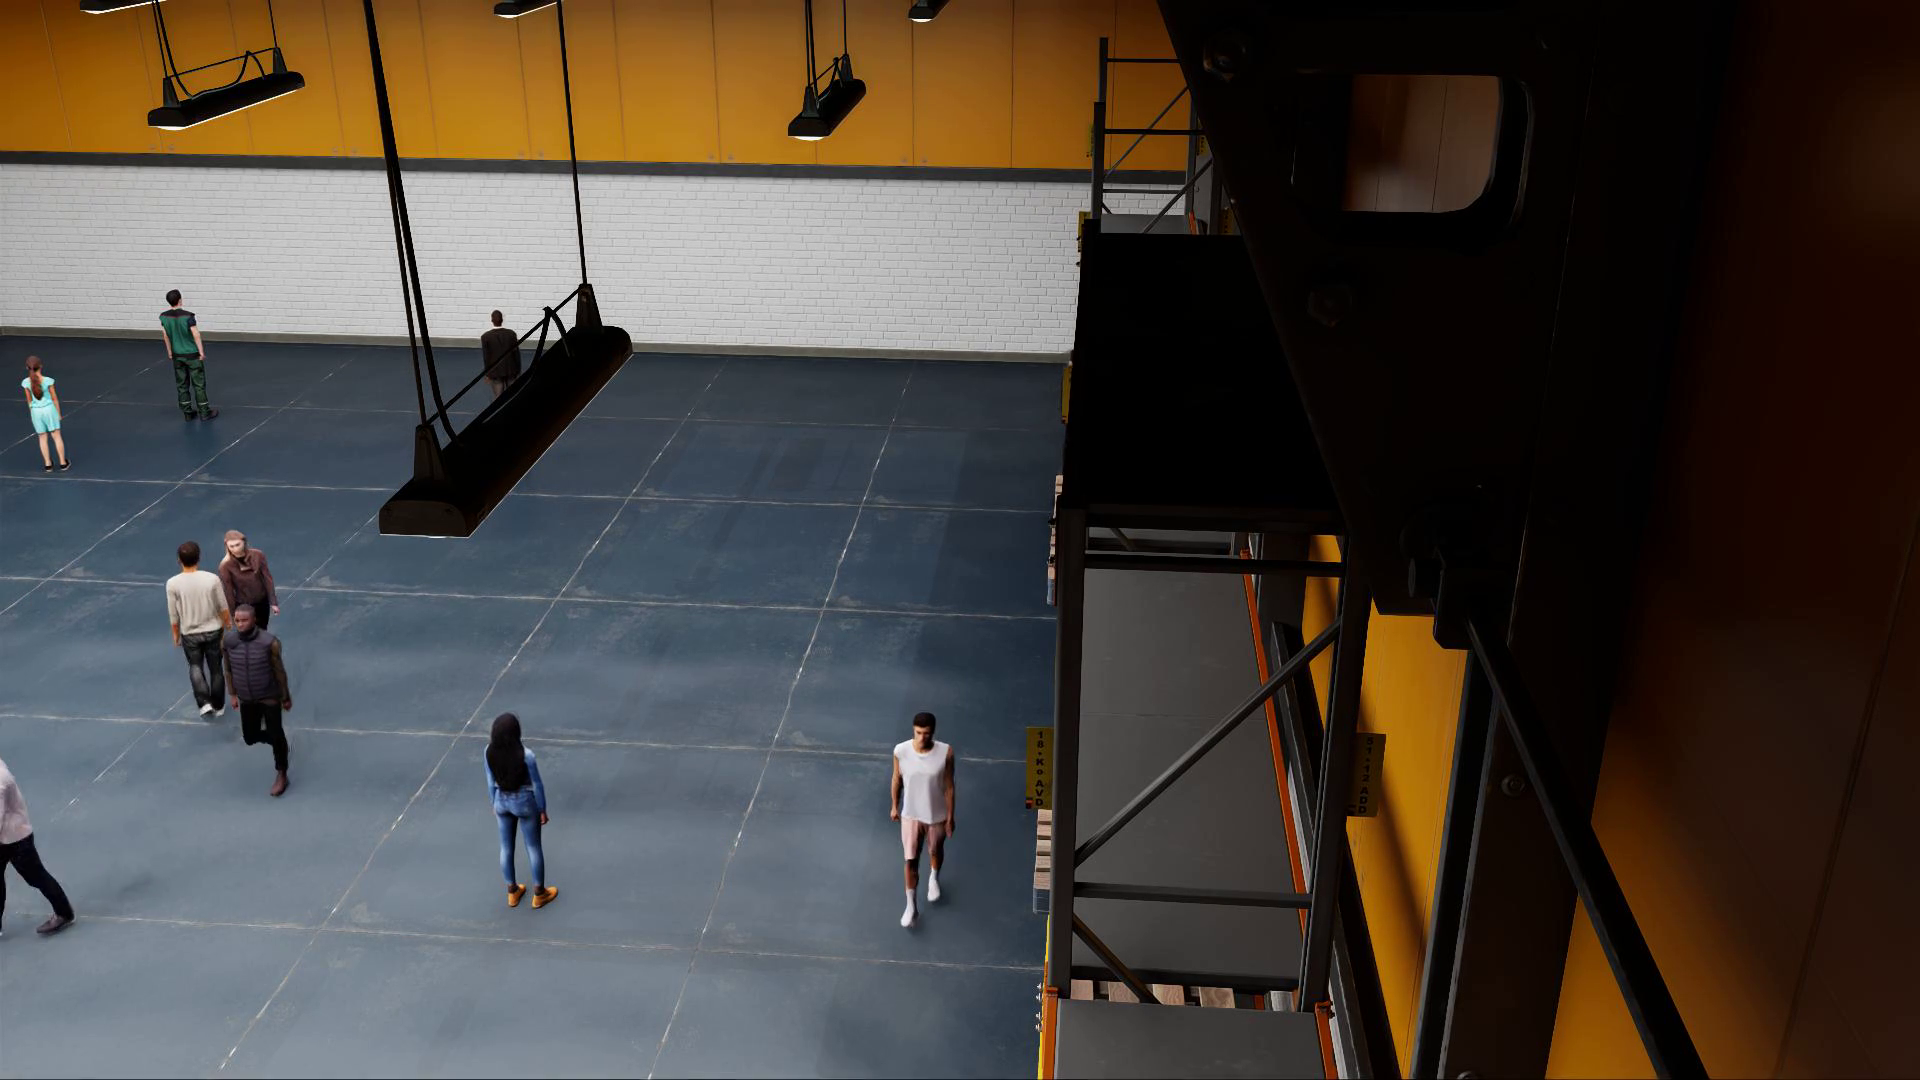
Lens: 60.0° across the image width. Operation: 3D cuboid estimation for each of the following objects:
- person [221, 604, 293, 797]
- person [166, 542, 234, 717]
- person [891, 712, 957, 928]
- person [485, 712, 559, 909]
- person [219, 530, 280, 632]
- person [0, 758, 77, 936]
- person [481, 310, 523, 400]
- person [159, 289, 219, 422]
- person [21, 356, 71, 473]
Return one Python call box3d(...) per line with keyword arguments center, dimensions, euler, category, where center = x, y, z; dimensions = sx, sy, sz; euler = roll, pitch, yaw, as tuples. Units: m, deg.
box3d(center=(-6.122, 1.347, 14.645), dimensions=(0.738, 1.825, 0.849), euler=(0, 24, -1), category="person")
box3d(center=(-7.149, 0.896, 15.712), dimensions=(0.803, 1.797, 0.837), euler=(-10, 25, -21), category="person")
box3d(center=(-0.255, 2.082, 13.048), dimensions=(0.672, 1.757, 0.937), euler=(2, 24, 4), category="person")
box3d(center=(-3.469, 2.112, 13.035), dimensions=(0.621, 1.713, 0.543), euler=(5, 24, 11), category="person")
box3d(center=(-7.029, 0.635, 16.473), dimensions=(1.090, 1.665, 1.096), euler=(19, 30, 37), category="person")
box3d(center=(-7.128, 2.217, 12.671), dimensions=(1.024, 1.812, 1.110), euler=(21, 31, 40), category="person")
box3d(center=(-6.322, -2.315, 23.053), dimensions=(0.739, 1.800, 0.730), euler=(-10, 25, -21), category="person")
box3d(center=(-11.016, -2.639, 23.670), dimensions=(0.667, 1.901, 0.555), euler=(2, 24, 4), category="person")
box3d(center=(-12.052, -1.672, 21.884), dimensions=(0.626, 1.558, 0.649), euler=(-8, 25, -19), category="person")
